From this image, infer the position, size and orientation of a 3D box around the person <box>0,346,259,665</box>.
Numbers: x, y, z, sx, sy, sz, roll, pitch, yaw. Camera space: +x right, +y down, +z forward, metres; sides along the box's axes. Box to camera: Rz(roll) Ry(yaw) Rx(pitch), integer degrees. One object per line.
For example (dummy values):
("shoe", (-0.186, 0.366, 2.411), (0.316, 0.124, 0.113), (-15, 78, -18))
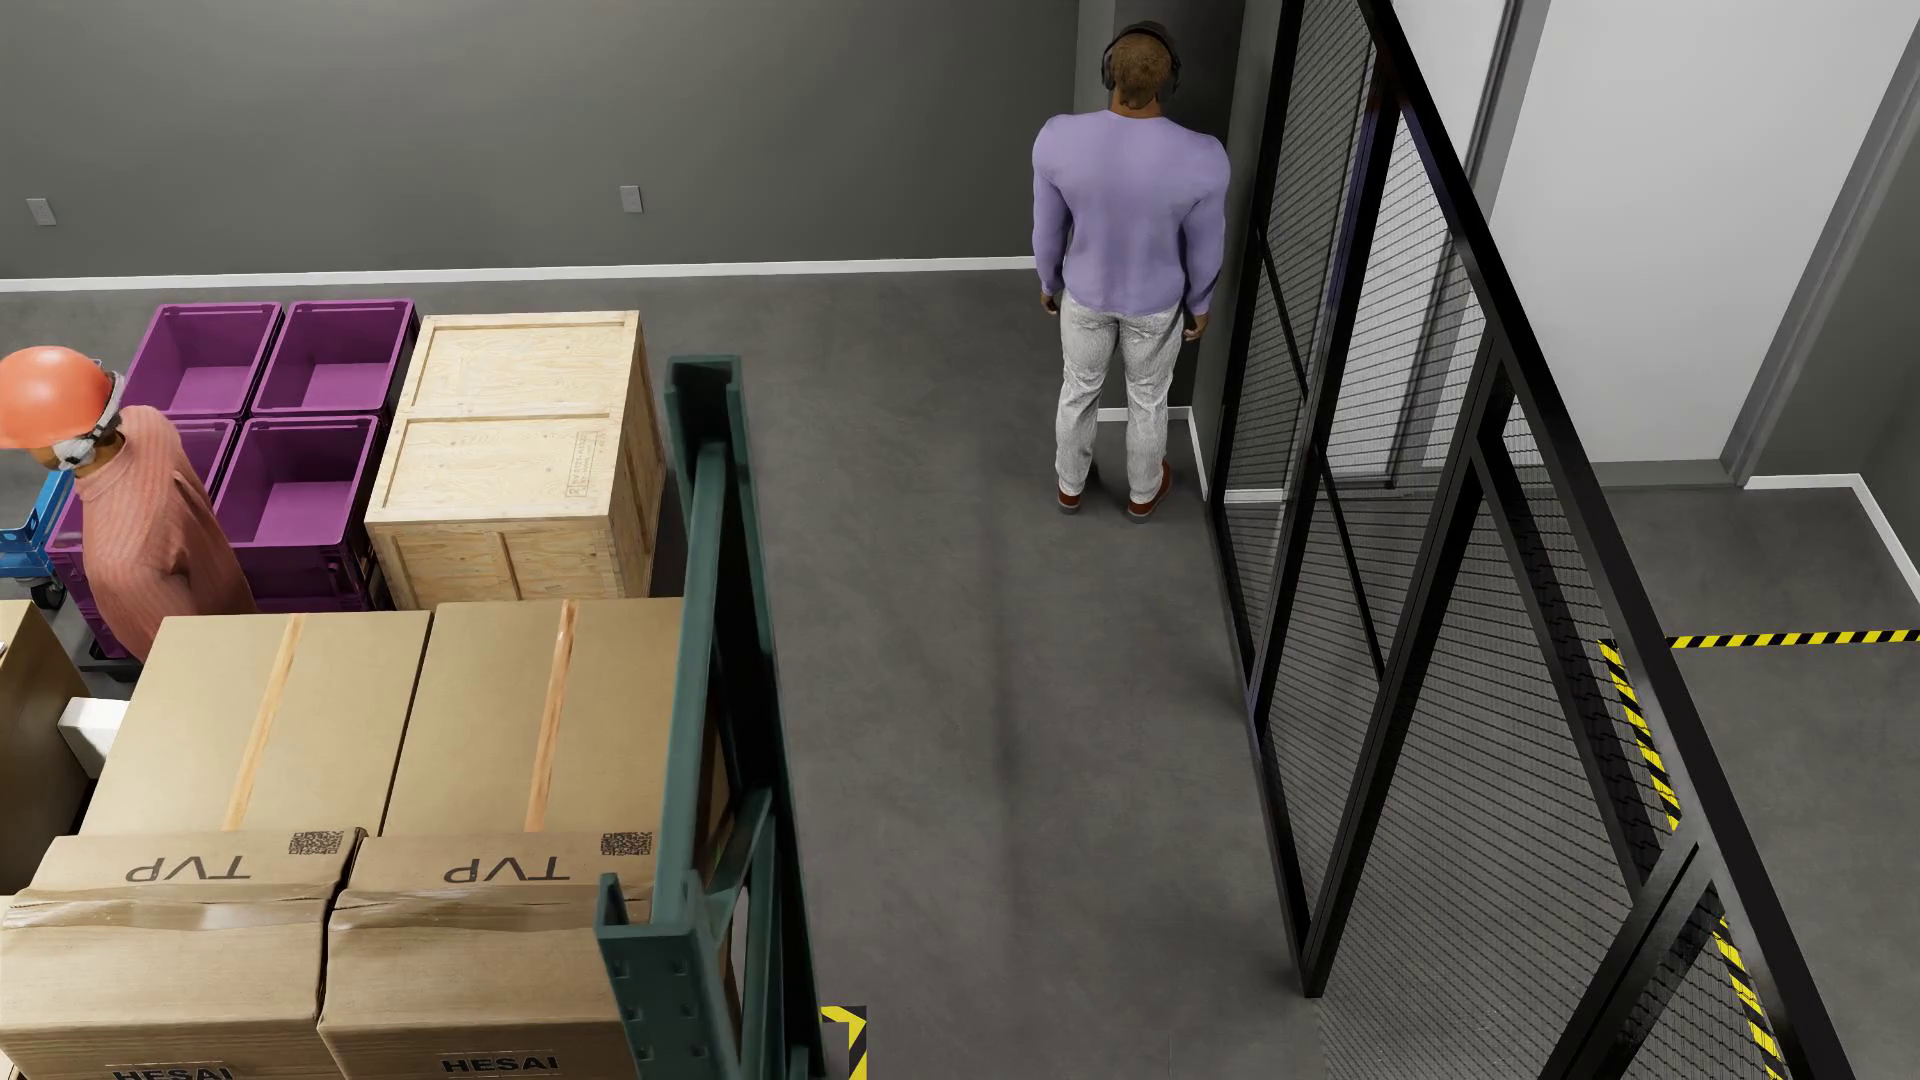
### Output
("person", (-2.068, 0.264, 4.466), (0.399, 1.990, 0.622), (-12, 48, -11))

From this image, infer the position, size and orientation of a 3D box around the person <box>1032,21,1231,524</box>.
("person", (0.543, -0.832, 5.551), (0.632, 1.940, 0.372), (10, 47, 9))
